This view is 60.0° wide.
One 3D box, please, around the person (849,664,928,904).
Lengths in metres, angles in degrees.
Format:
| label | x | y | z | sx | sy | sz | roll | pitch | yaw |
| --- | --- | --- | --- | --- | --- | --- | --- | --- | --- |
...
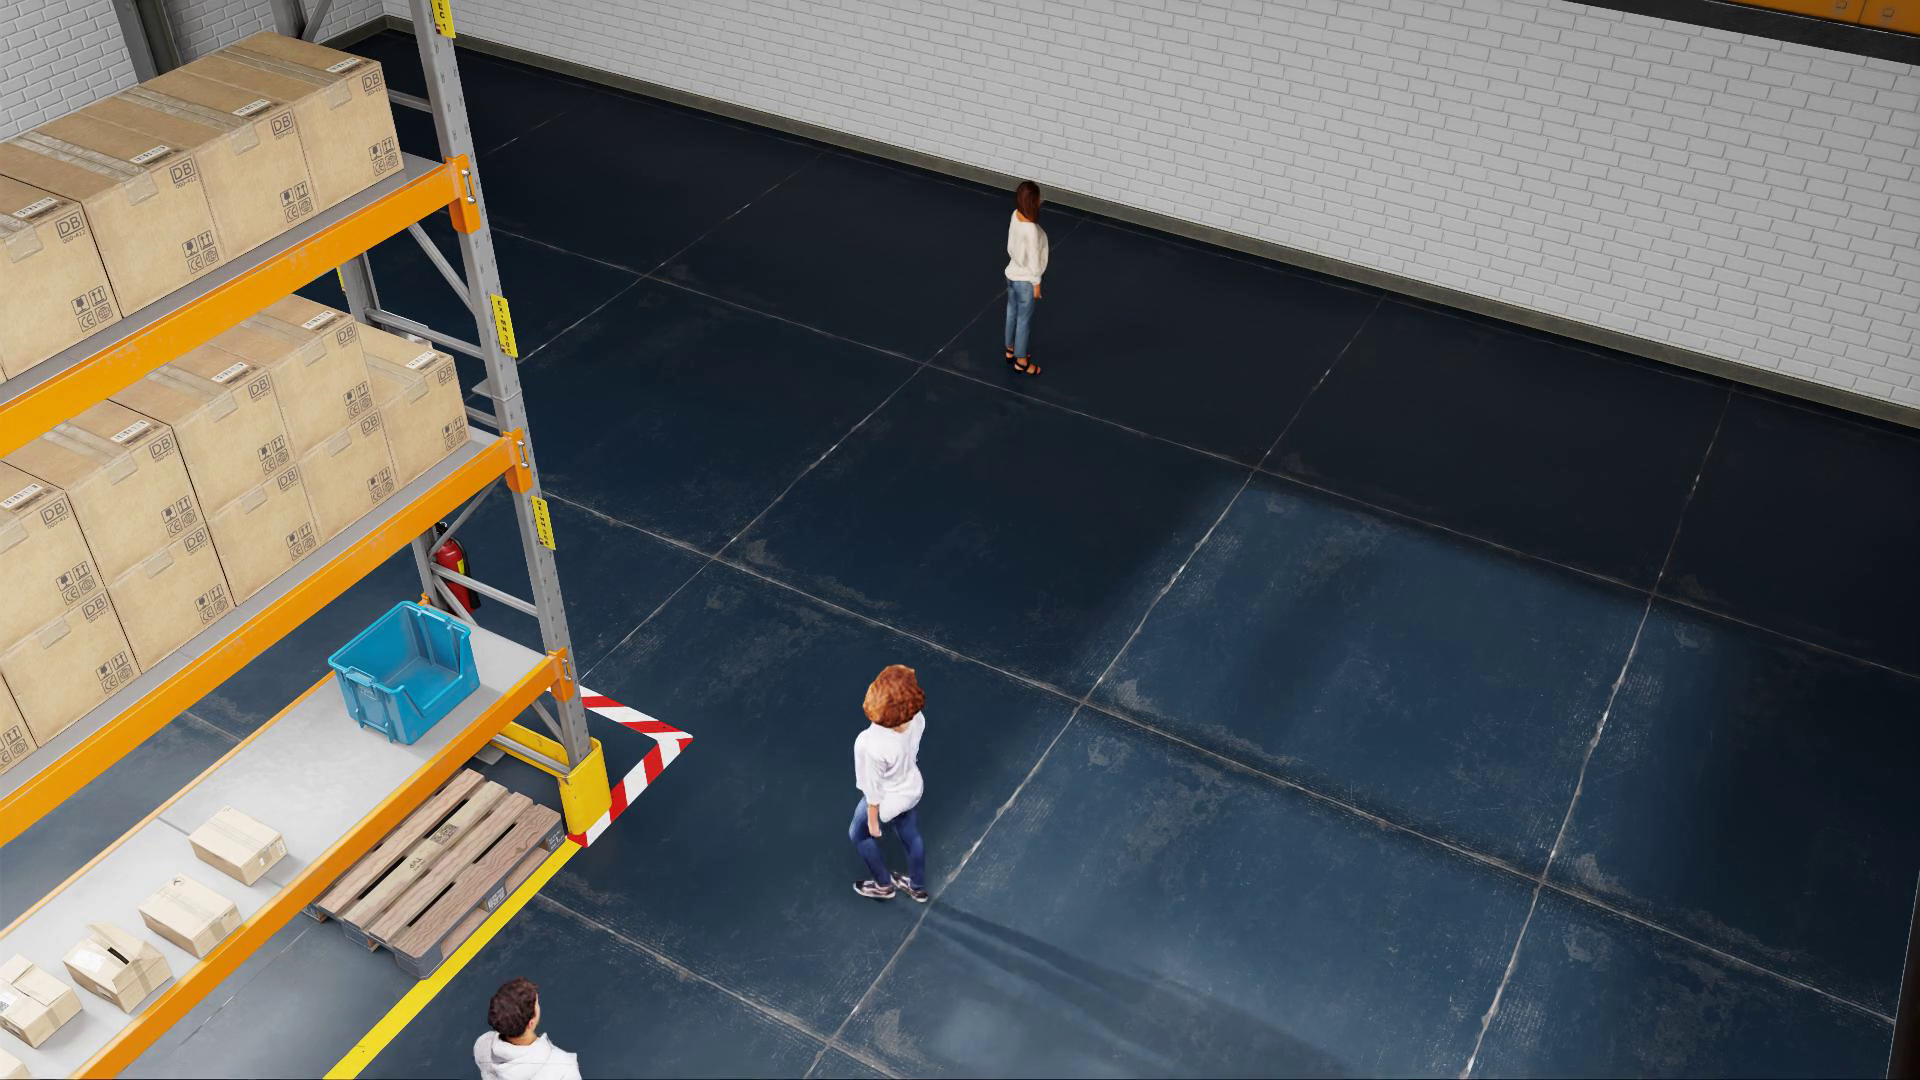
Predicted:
| label | x | y | z | sx | sy | sz | roll | pitch | yaw |
| --- | --- | --- | --- | --- | --- | --- | --- | --- | --- |
| person | -0.300 | 1.421 | 9.094 | 0.755 | 1.692 | 0.611 | 26 | 46 | 29 |

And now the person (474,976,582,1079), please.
| label | x | y | z | sx | sy | sz | roll | pitch | yaw |
| --- | --- | --- | --- | --- | --- | --- | --- | --- | --- |
| person | -1.857 | 2.696 | 7.329 | 0.866 | 1.904 | 1.011 | 9 | 40 | 11 |

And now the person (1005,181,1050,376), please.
| label | x | y | z | sx | sy | sz | roll | pitch | yaw |
| --- | --- | --- | --- | --- | --- | --- | --- | --- | --- |
| person | 0.519 | -2.144 | 13.568 | 0.748 | 1.680 | 0.697 | -12 | 40 | -14 |
